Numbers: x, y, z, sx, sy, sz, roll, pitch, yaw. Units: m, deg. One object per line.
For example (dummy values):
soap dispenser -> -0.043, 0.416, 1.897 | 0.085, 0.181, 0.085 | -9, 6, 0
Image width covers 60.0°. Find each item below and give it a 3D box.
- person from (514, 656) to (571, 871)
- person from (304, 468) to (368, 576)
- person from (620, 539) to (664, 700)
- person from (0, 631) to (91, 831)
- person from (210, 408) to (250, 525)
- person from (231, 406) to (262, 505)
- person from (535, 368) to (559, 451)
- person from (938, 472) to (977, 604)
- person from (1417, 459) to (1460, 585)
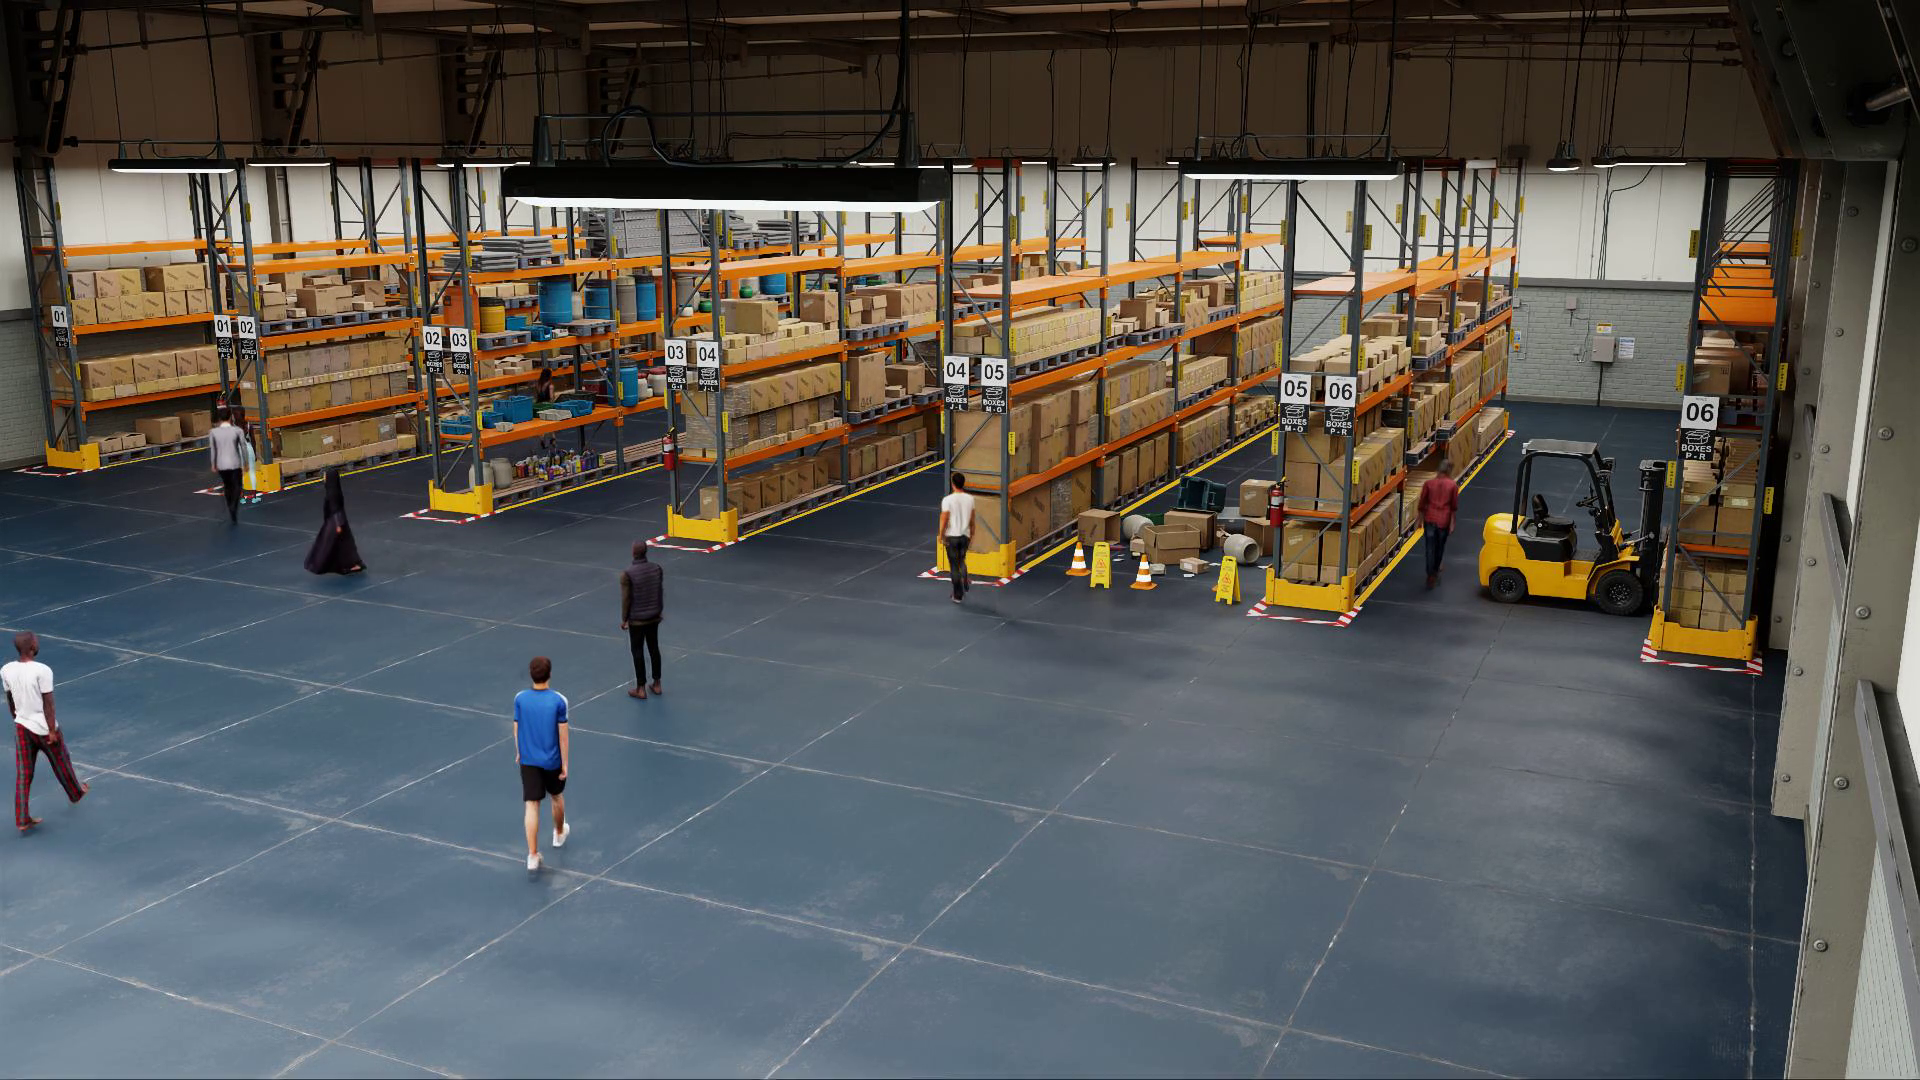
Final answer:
person -> -3.638, 1.938, 14.340 | 1.072, 1.829, 1.316 | -1, 13, -3
person -> -9.059, -0.264, 24.352 | 1.093, 1.603, 1.111 | -3, 13, -13
person -> -3.597, 0.880, 18.896 | 0.662, 1.836, 0.827 | -12, 17, -41
person -> -8.496, 1.771, 15.171 | 0.915, 1.780, 1.227 | 2, 13, 7
person -> -12.290, -1.256, 27.938 | 1.112, 1.917, 1.252 | -2, 13, -9
person -> -12.709, -1.519, 29.502 | 0.650, 1.724, 0.711 | -5, 14, -20
person -> -8.697, -2.713, 34.724 | 0.670, 1.696, 0.658 | 5, 14, 20
person -> 0.010, -0.016, 22.873 | 0.763, 1.787, 0.842 | -8, 15, -30
person -> 6.822, -0.222, 23.797 | 0.814, 1.771, 1.241 | 4, 14, 16
